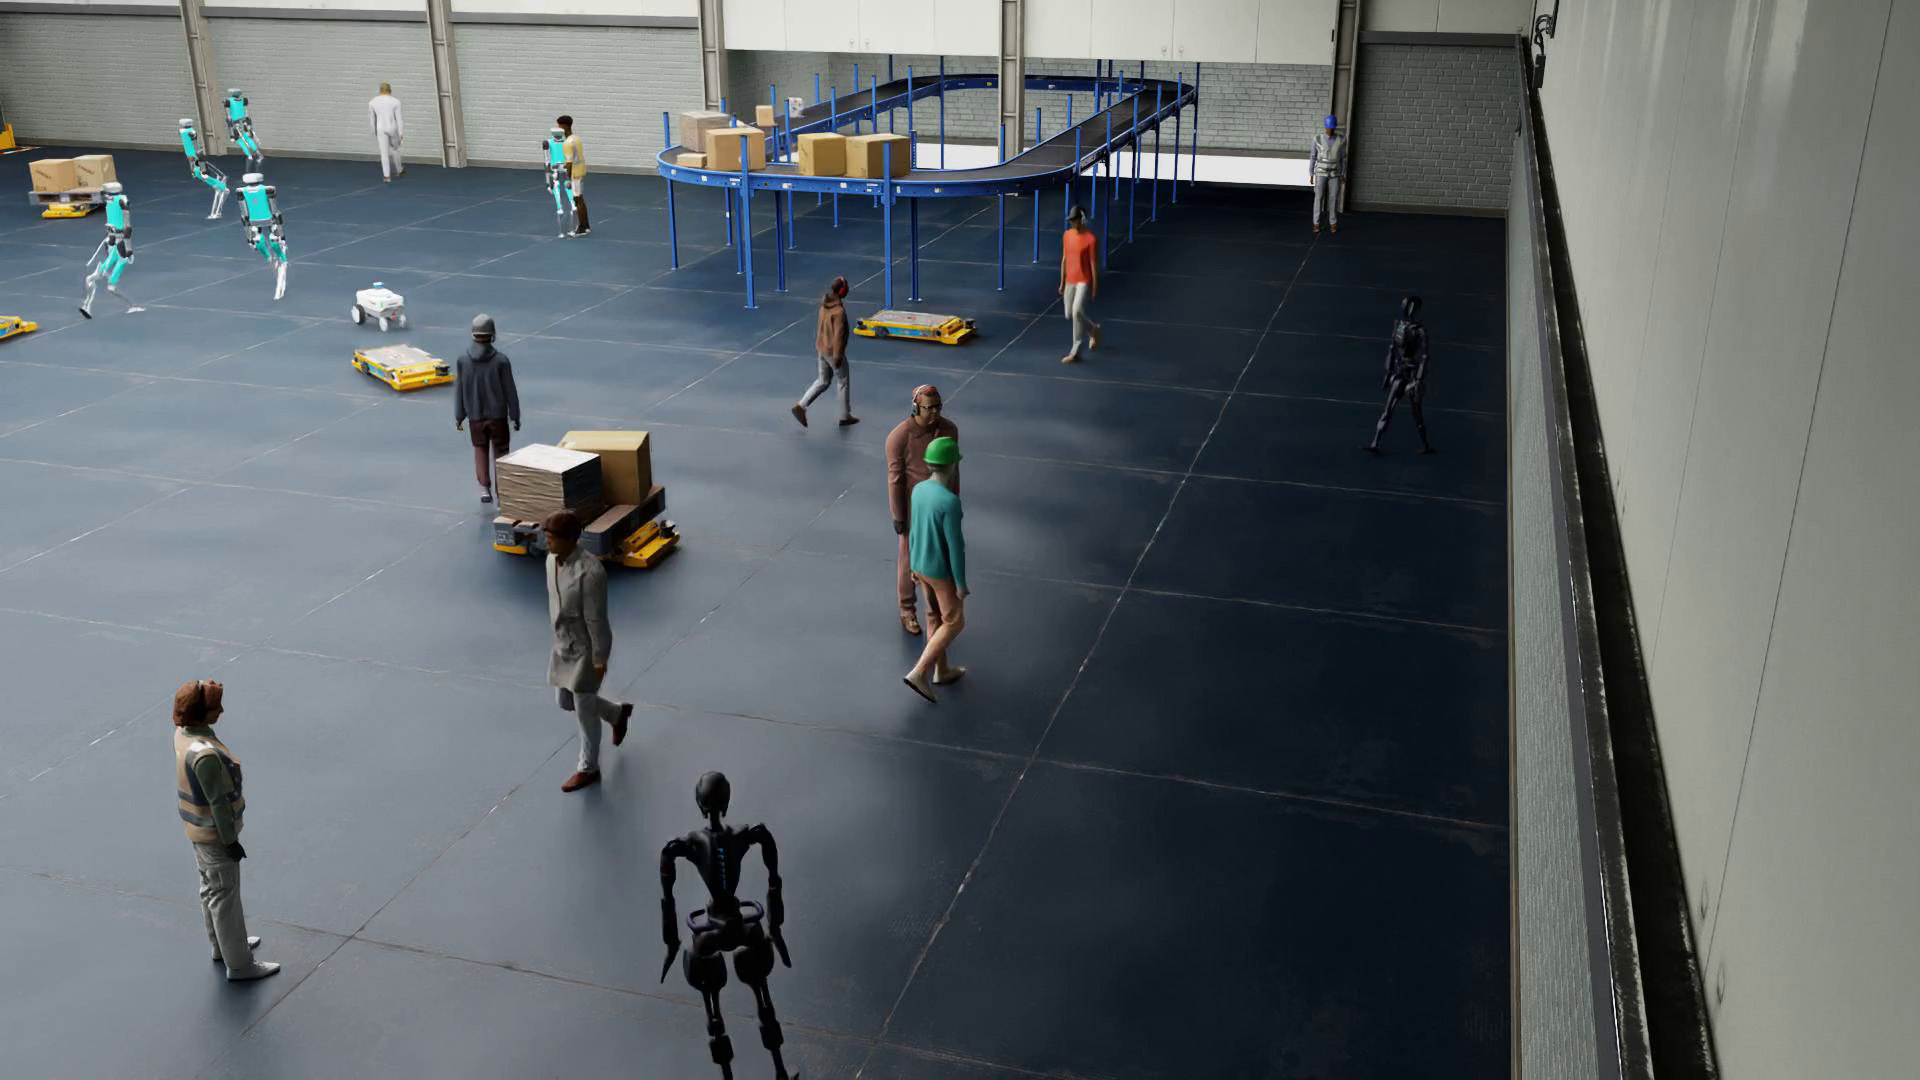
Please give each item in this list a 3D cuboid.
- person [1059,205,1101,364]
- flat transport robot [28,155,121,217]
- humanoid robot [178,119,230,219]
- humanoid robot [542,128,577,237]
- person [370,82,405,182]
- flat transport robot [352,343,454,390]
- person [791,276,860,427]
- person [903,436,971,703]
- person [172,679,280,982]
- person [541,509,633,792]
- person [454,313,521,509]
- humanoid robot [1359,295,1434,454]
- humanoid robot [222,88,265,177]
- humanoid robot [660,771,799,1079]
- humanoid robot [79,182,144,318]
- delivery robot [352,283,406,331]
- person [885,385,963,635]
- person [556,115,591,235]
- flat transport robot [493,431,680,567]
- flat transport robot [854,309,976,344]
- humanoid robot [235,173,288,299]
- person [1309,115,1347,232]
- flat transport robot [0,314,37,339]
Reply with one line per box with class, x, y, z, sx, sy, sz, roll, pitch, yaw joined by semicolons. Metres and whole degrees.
person;1.473;-3.101;19.986;0.475;1.882;0.764;19;28;40
flat transport robot;-15.756;-5.974;29.672;0.659;0.231;1.431;-3;21;-7
humanoid robot;-12.988;-6.409;28.734;0.536;1.748;0.759;19;28;40
humanoid robot;-6.468;-5.813;27.215;0.545;1.765;0.822;-10;23;-23
person;-11.311;-8.071;32.898;0.664;1.875;1.060;-2;21;-5
flat transport robot;-6.532;-2.032;19.448;0.659;0.231;1.431;-17;27;-36
person;-1.405;-1.944;17.337;0.709;1.617;0.477;-14;25;-32
person;-0.176;0.197;11.464;0.629;1.856;0.514;-16;26;-36
person;-3.780;1.469;8.460;0.311;1.639;0.512;-15;26;-34
person;-2.318;0.641;10.376;0.511;1.813;0.607;15;26;34
person;-4.263;-1.151;15.038;0.583;1.793;0.407;-2;21;-4
humanoid robot;4.411;-1.609;16.455;0.785;1.628;0.599;-9;23;-23
humanoid robot;-14.057;-7.988;32.808;0.700;1.761;0.530;11;24;27
humanoid robot;-1.049;1.824;7.508;0.605;1.641;0.394;-7;22;-17
humanoid robot;-11.402;-3.797;22.037;0.549;1.775;0.960;15;26;34
delivery robot;-7.577;-3.060;21.718;0.770;0.595;0.499;20;28;41
person;-0.241;-0.242;12.532;0.637;1.908;0.412;-15;26;-34
person;-6.389;-6.034;27.496;0.393;1.953;0.654;2;21;6
flat transport robot;-3.201;-0.024;14.239;1.431;0.231;0.659;6;22;15
flat transport robot;-0.576;-2.719;21.230;1.431;0.231;0.659;8;23;20
humanoid robot;-9.620;-4.237;23.211;0.559;1.837;0.864;-2;21;-5
person;6.111;-6.091;27.672;0.617;1.933;0.415;0;21;-1
flat transport robot;-12.388;-2.584;20.881;0.659;0.231;1.431;4;21;10
